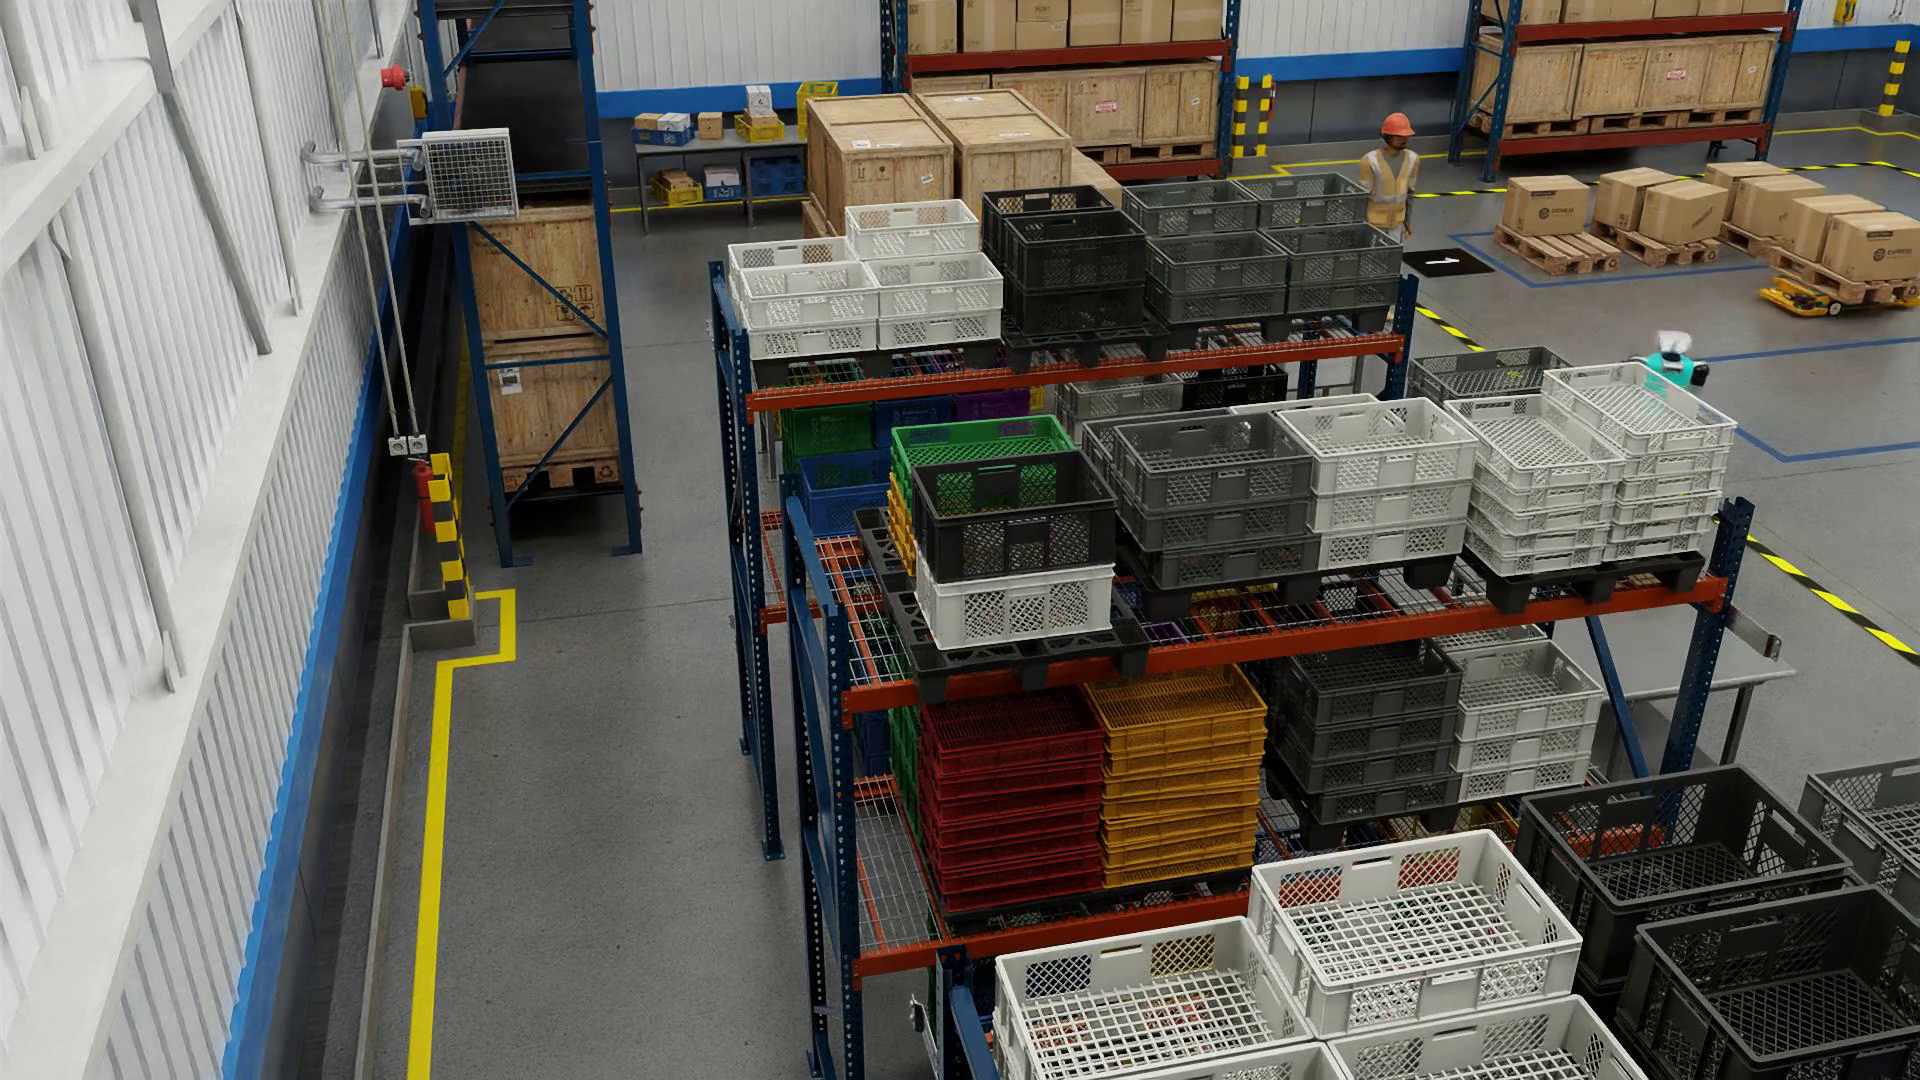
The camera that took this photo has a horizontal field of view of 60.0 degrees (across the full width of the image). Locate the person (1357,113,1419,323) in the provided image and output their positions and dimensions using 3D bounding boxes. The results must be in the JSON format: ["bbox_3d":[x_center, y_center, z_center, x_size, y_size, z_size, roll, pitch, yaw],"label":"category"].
[{"bbox_3d":[4.080,-3.071,15.969,0.613,2.045,0.366,-8,29,-14],"label":"person"}]

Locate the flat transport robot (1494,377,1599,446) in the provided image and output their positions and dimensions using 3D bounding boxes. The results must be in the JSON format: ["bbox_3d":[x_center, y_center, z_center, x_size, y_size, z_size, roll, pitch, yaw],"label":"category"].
[{"bbox_3d":[4.780,-1.036,14.013,0.659,0.231,1.431,-6,28,-12],"label":"flat transport robot"}]

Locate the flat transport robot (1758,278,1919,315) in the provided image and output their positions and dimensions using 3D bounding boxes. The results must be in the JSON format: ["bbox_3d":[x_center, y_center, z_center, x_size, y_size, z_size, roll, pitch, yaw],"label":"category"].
[{"bbox_3d":[8.905,-2.513,16.785,1.431,0.197,0.652,-6,28,-12],"label":"flat transport robot"}]

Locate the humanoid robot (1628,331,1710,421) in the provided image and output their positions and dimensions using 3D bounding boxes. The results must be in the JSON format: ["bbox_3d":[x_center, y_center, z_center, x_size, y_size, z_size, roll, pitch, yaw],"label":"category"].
[{"bbox_3d":[4.850,-0.729,11.851,0.540,1.768,0.779,4,28,7],"label":"humanoid robot"}]
